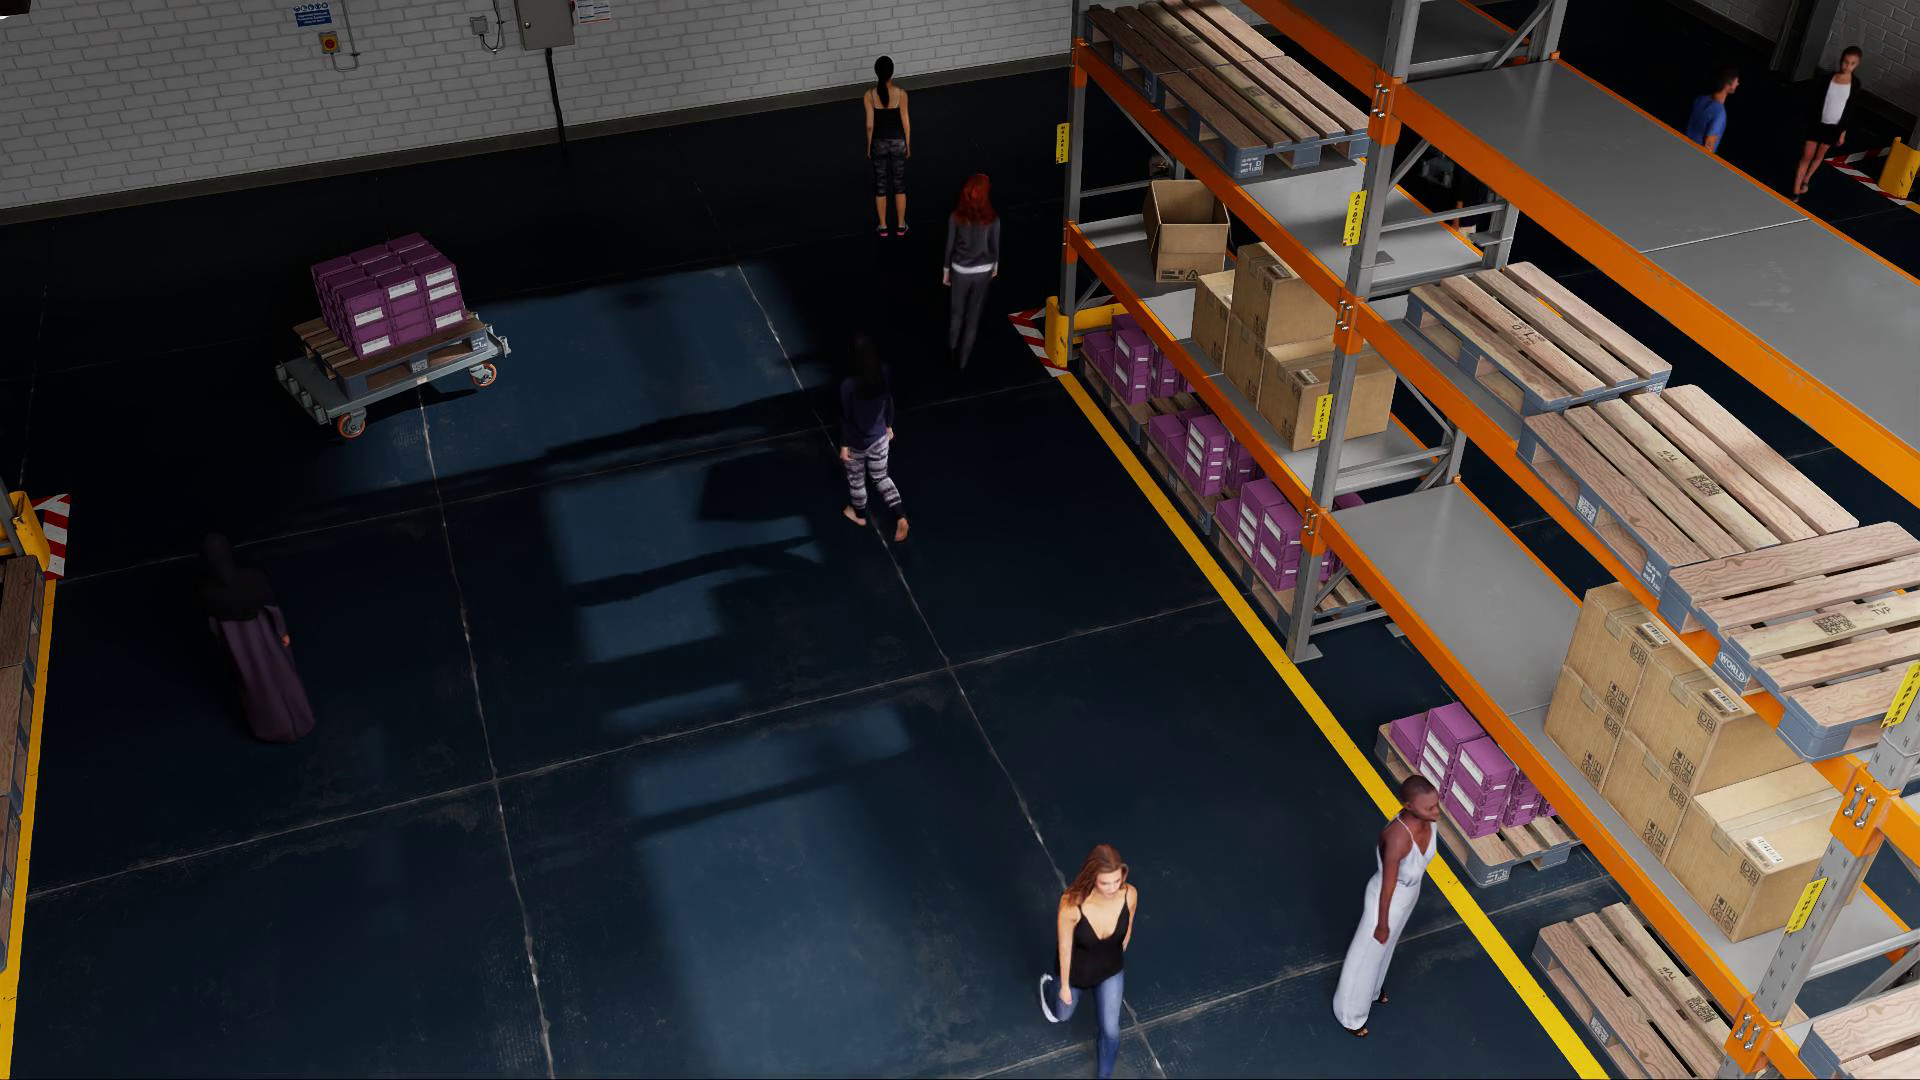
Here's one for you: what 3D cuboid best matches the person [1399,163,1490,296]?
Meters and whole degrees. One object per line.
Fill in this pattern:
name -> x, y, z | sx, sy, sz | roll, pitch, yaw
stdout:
person -> 4.174, -2.739, 14.159 | 1.096, 1.834, 0.978 | 24, 45, 27

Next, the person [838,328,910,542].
person -> -0.620, -0.703, 11.704 | 0.797, 1.715, 1.021 | -27, 46, -30

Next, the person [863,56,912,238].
person -> -0.665, -3.625, 15.351 | 0.642, 1.730, 0.637 | 0, 39, -1

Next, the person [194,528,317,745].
person -> -4.347, 0.588, 10.167 | 0.632, 1.615, 0.626 | -7, 39, -9

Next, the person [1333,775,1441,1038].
person -> 2.191, 1.838, 8.468 | 0.670, 1.783, 0.650 | 24, 44, 27

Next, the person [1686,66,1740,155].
person -> 6.481, -3.334, 14.920 | 0.927, 1.812, 1.237 | -3, 39, -4

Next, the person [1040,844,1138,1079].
person -> 0.610, 2.066, 8.253 | 0.637, 1.695, 1.067 | -9, 39, -11

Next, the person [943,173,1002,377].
person -> 0.098, -2.073, 13.388 | 0.708, 1.753, 0.716 | 1, 39, 1

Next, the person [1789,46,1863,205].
person -> 8.354, -4.038, 16.028 | 0.924, 1.530, 0.983 | 18, 42, 21
